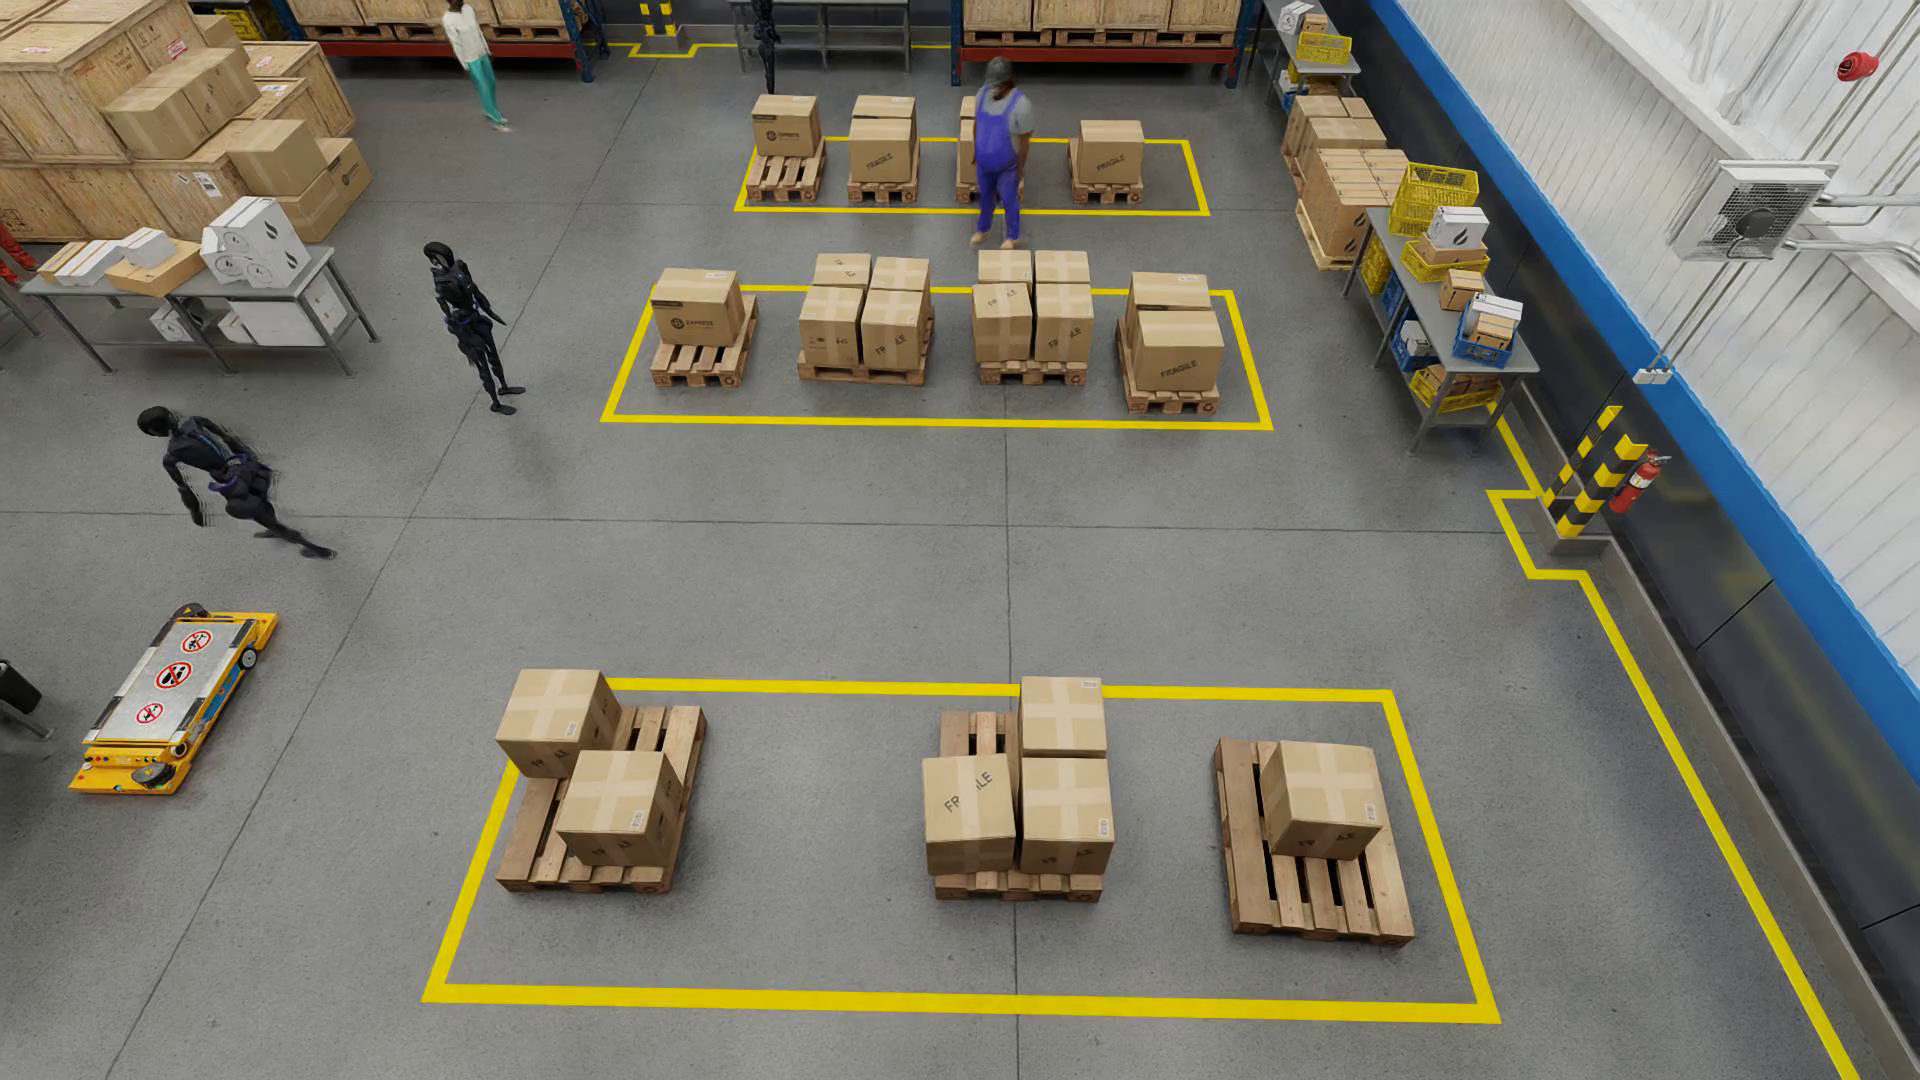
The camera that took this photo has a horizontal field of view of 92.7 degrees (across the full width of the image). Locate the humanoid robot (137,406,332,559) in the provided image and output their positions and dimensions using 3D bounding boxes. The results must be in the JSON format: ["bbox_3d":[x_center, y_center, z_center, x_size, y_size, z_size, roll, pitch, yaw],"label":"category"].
[{"bbox_3d":[-5.397,-0.404,6.812,0.669,1.625,0.595,-4,50,-3],"label":"humanoid robot"}]

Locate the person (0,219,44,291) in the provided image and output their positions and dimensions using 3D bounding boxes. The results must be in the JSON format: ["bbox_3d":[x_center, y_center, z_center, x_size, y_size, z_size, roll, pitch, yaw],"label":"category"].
[{"bbox_3d":[-10.027,-3.452,9.158,0.378,1.994,0.613,1,50,1],"label":"person"}]

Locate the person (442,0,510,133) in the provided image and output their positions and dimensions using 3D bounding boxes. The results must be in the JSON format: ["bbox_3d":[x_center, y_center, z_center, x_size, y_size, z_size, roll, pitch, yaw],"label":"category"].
[{"bbox_3d":[-6.100,-6.077,11.537,0.347,1.777,0.527,13,51,11],"label":"person"}]

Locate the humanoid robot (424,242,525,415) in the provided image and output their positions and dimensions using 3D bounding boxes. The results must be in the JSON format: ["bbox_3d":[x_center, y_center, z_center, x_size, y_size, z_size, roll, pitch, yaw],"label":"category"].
[{"bbox_3d":[-4.231,-1.854,8.004,0.323,1.657,0.596,1,50,1],"label":"humanoid robot"}]

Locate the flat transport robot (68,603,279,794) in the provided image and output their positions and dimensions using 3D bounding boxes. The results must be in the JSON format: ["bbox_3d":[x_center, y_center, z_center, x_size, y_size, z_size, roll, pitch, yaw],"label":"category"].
[{"bbox_3d":[-5.504,1.072,6.442,0.652,0.197,1.431,1,50,1],"label":"flat transport robot"}]

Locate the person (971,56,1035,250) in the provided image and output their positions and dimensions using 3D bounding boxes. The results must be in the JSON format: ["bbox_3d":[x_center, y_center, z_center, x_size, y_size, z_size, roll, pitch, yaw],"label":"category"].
[{"bbox_3d":[0.395,-4.009,9.600,0.685,2.000,0.536,31,56,23],"label":"person"}]

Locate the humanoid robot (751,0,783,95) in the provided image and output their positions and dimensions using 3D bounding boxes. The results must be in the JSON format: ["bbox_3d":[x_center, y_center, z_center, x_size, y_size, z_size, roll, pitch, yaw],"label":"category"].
[{"bbox_3d":[-2.511,-6.571,11.993,0.323,1.660,0.596,1,50,1],"label":"humanoid robot"}]
